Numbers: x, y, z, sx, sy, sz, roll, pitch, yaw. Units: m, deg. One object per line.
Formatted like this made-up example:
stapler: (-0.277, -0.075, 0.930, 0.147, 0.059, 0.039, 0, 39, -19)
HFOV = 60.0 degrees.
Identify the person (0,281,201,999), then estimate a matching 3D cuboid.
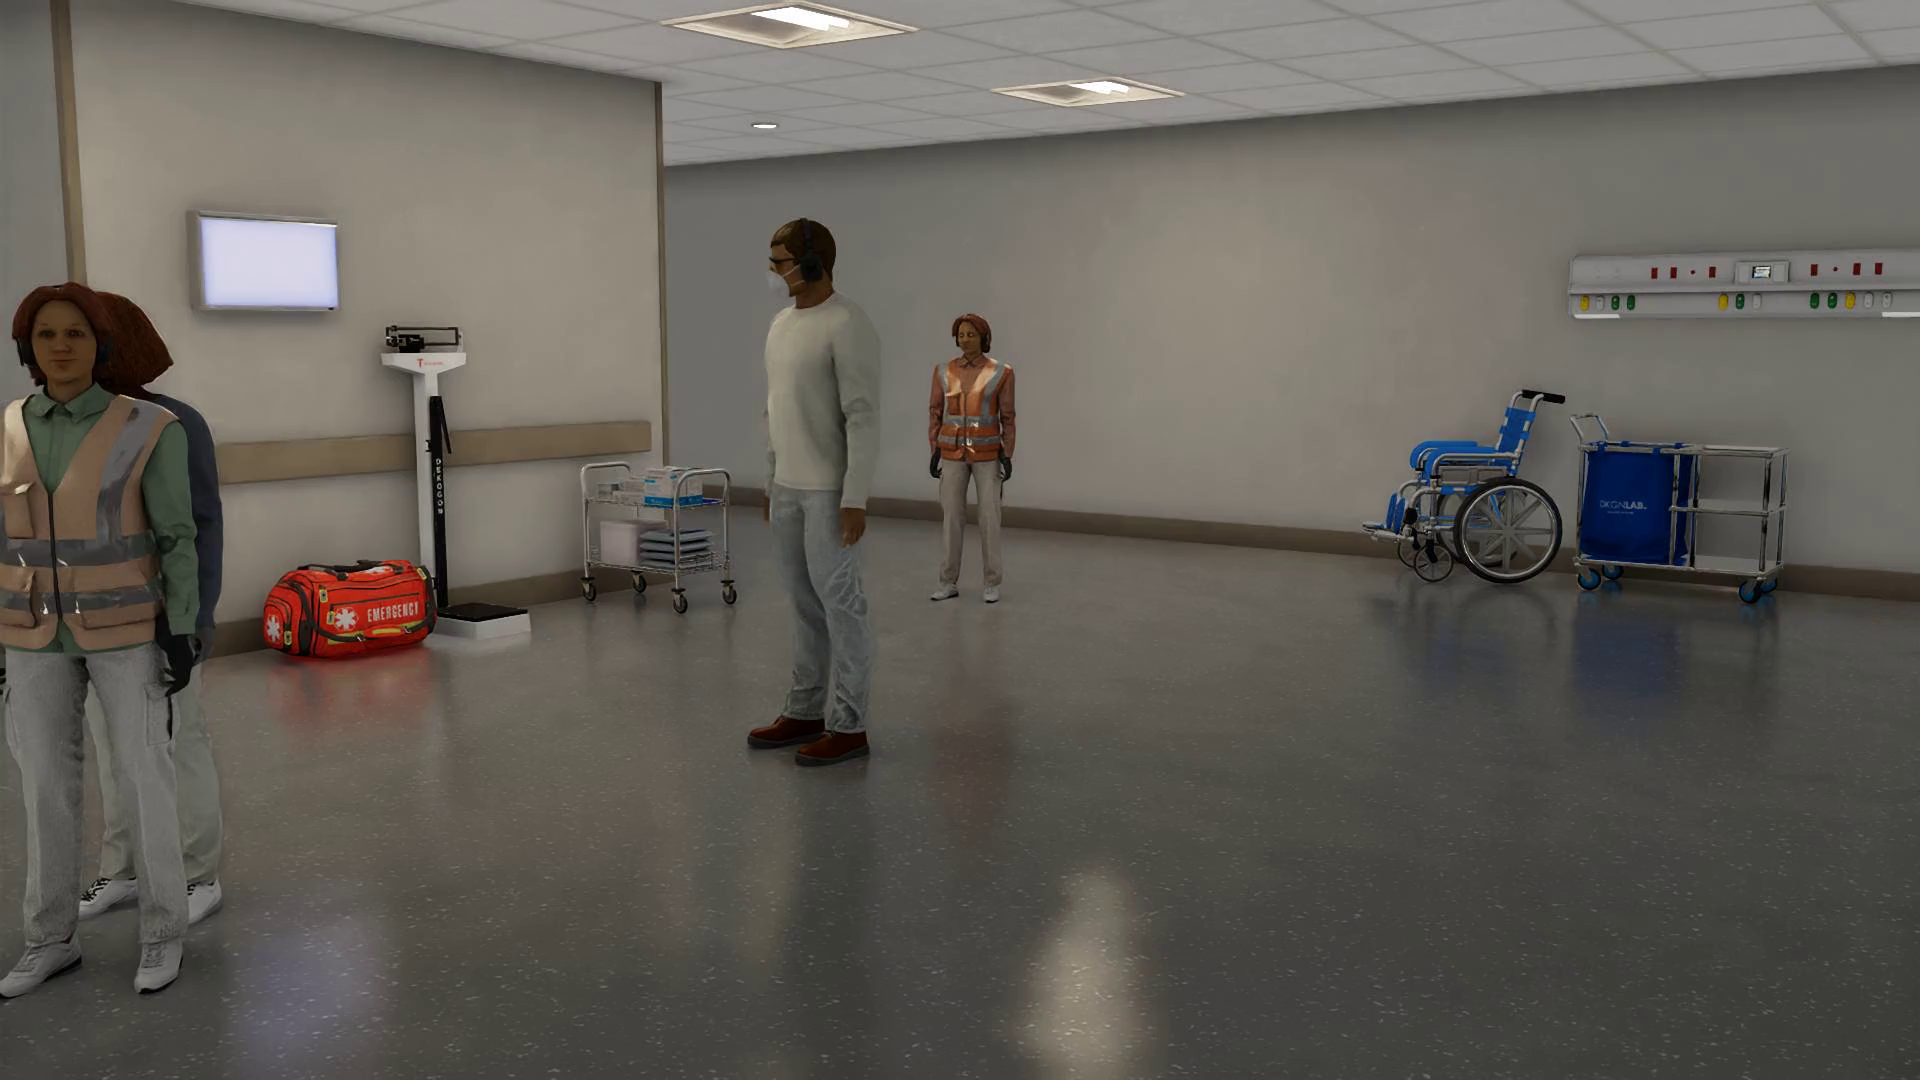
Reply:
person: (-2.031, 0.233, 3.856, 0.522, 1.645, 0.306, -1, 7, -4)

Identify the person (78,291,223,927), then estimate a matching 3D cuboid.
person: (-2.119, 0.188, 4.259, 0.507, 1.632, 0.268, 2, 7, 16)

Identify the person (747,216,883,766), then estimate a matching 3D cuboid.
person: (-0.514, -0.170, 5.944, 0.377, 1.936, 0.628, -5, 9, -35)

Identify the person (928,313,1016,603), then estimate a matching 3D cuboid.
person: (0.066, -0.462, 9.466, 0.513, 1.641, 0.309, 2, 7, 16)
